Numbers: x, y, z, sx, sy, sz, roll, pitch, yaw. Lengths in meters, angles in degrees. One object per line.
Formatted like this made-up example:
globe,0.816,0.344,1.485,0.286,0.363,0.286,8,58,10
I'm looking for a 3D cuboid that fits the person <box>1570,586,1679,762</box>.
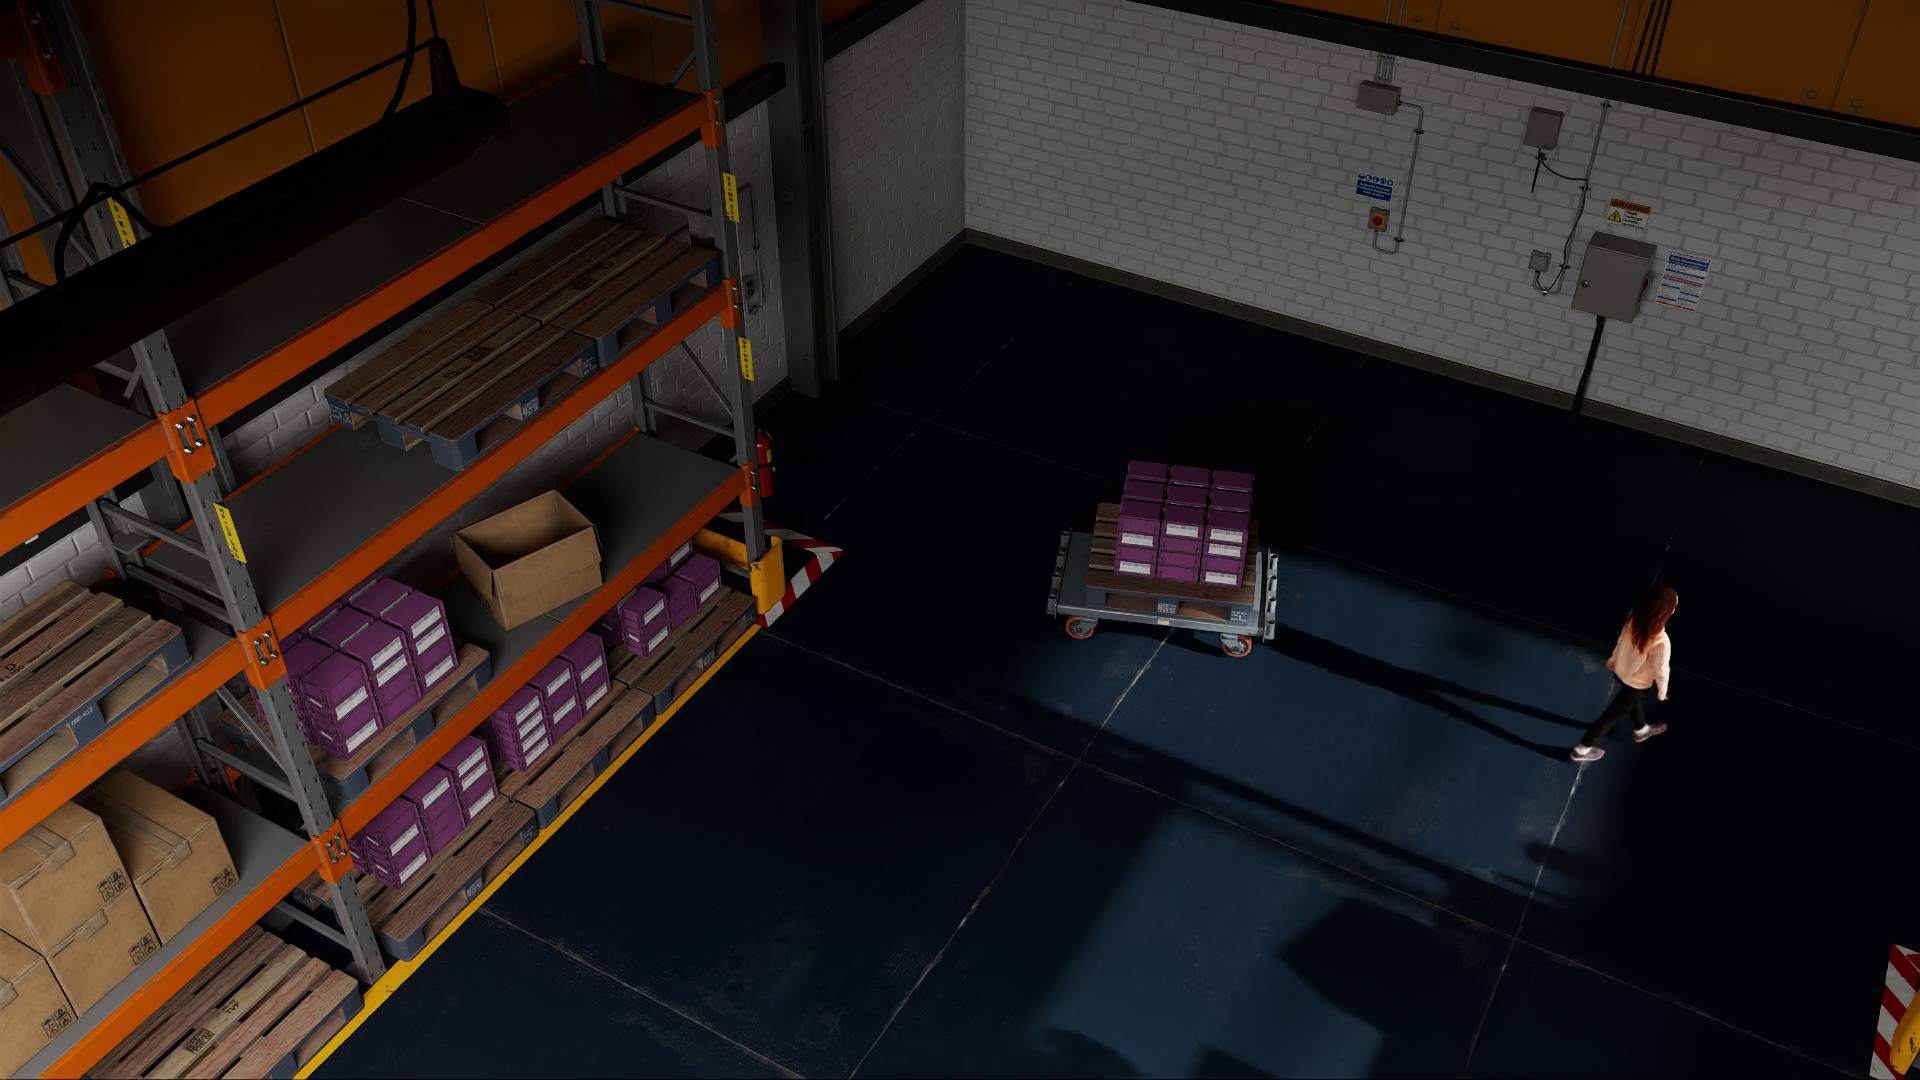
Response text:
person,4.379,0.915,10.959,1.000,1.442,0.979,-6,39,-8
